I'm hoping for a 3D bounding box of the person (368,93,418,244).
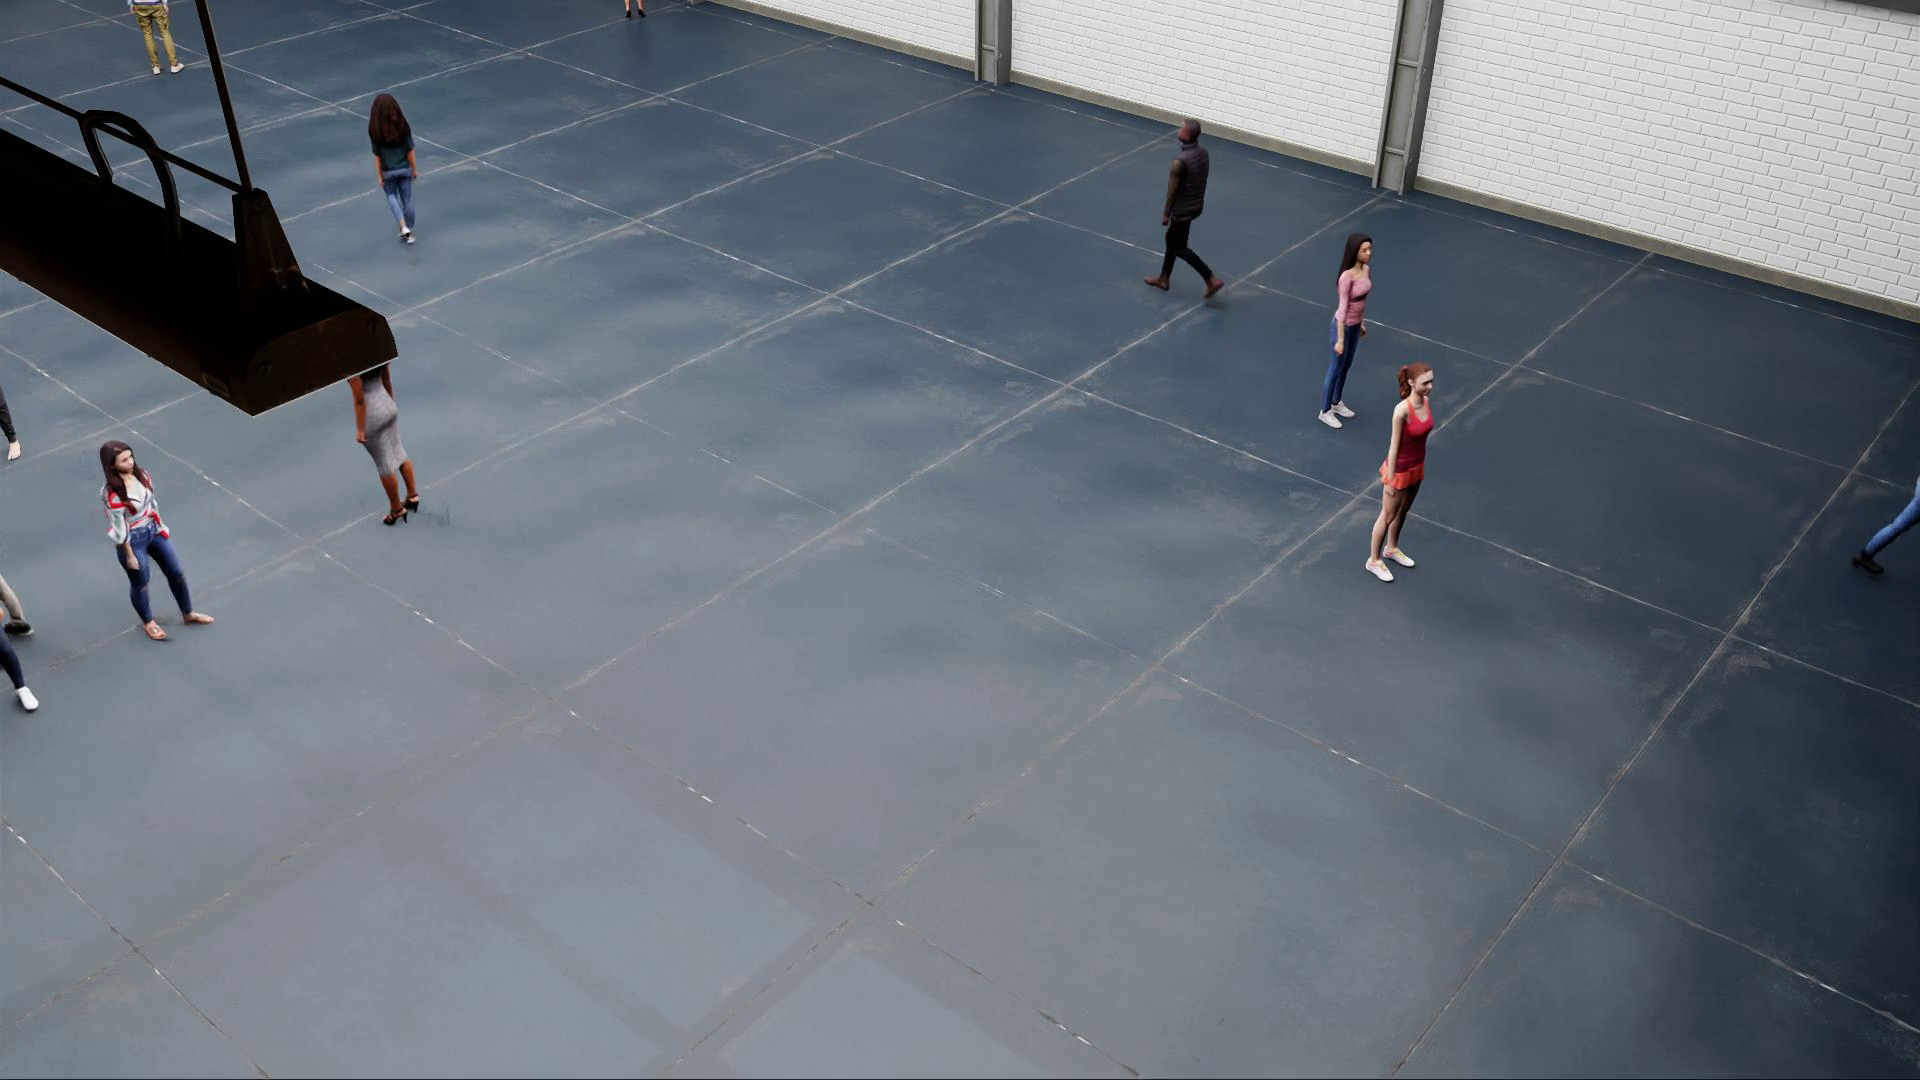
[{"bbox_3d":[-5.950,-3.886,17.568,0.704,1.605,0.743,-14,36,-20],"label":"person"}]

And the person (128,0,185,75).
[{"bbox_3d":[-10.915,-7.198,22.364,0.761,1.811,0.793,-6,34,-9],"label":"person"}]

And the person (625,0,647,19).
[{"bbox_3d":[-4.884,-8.549,24.542,0.625,1.650,0.681,-3,34,-5],"label":"person"}]

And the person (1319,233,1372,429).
[{"bbox_3d":[3.343,-1.830,14.351,0.499,1.742,0.572,26,42,34],"label":"person"}]

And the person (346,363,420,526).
[{"bbox_3d":[-4.527,-0.931,12.962,0.636,1.781,0.655,12,36,18],"label":"person"}]

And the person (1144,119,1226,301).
[{"bbox_3d":[2.272,-3.215,16.372,1.160,1.810,0.780,20,39,28],"label":"person"}]

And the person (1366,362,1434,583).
[{"bbox_3d":[3.312,-0.534,12.390,0.582,1.753,0.572,-28,43,-35],"label":"person"}]

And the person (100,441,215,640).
[{"bbox_3d":[-5.819,-0.006,11.731,0.801,1.604,0.733,13,36,19],"label":"person"}]
